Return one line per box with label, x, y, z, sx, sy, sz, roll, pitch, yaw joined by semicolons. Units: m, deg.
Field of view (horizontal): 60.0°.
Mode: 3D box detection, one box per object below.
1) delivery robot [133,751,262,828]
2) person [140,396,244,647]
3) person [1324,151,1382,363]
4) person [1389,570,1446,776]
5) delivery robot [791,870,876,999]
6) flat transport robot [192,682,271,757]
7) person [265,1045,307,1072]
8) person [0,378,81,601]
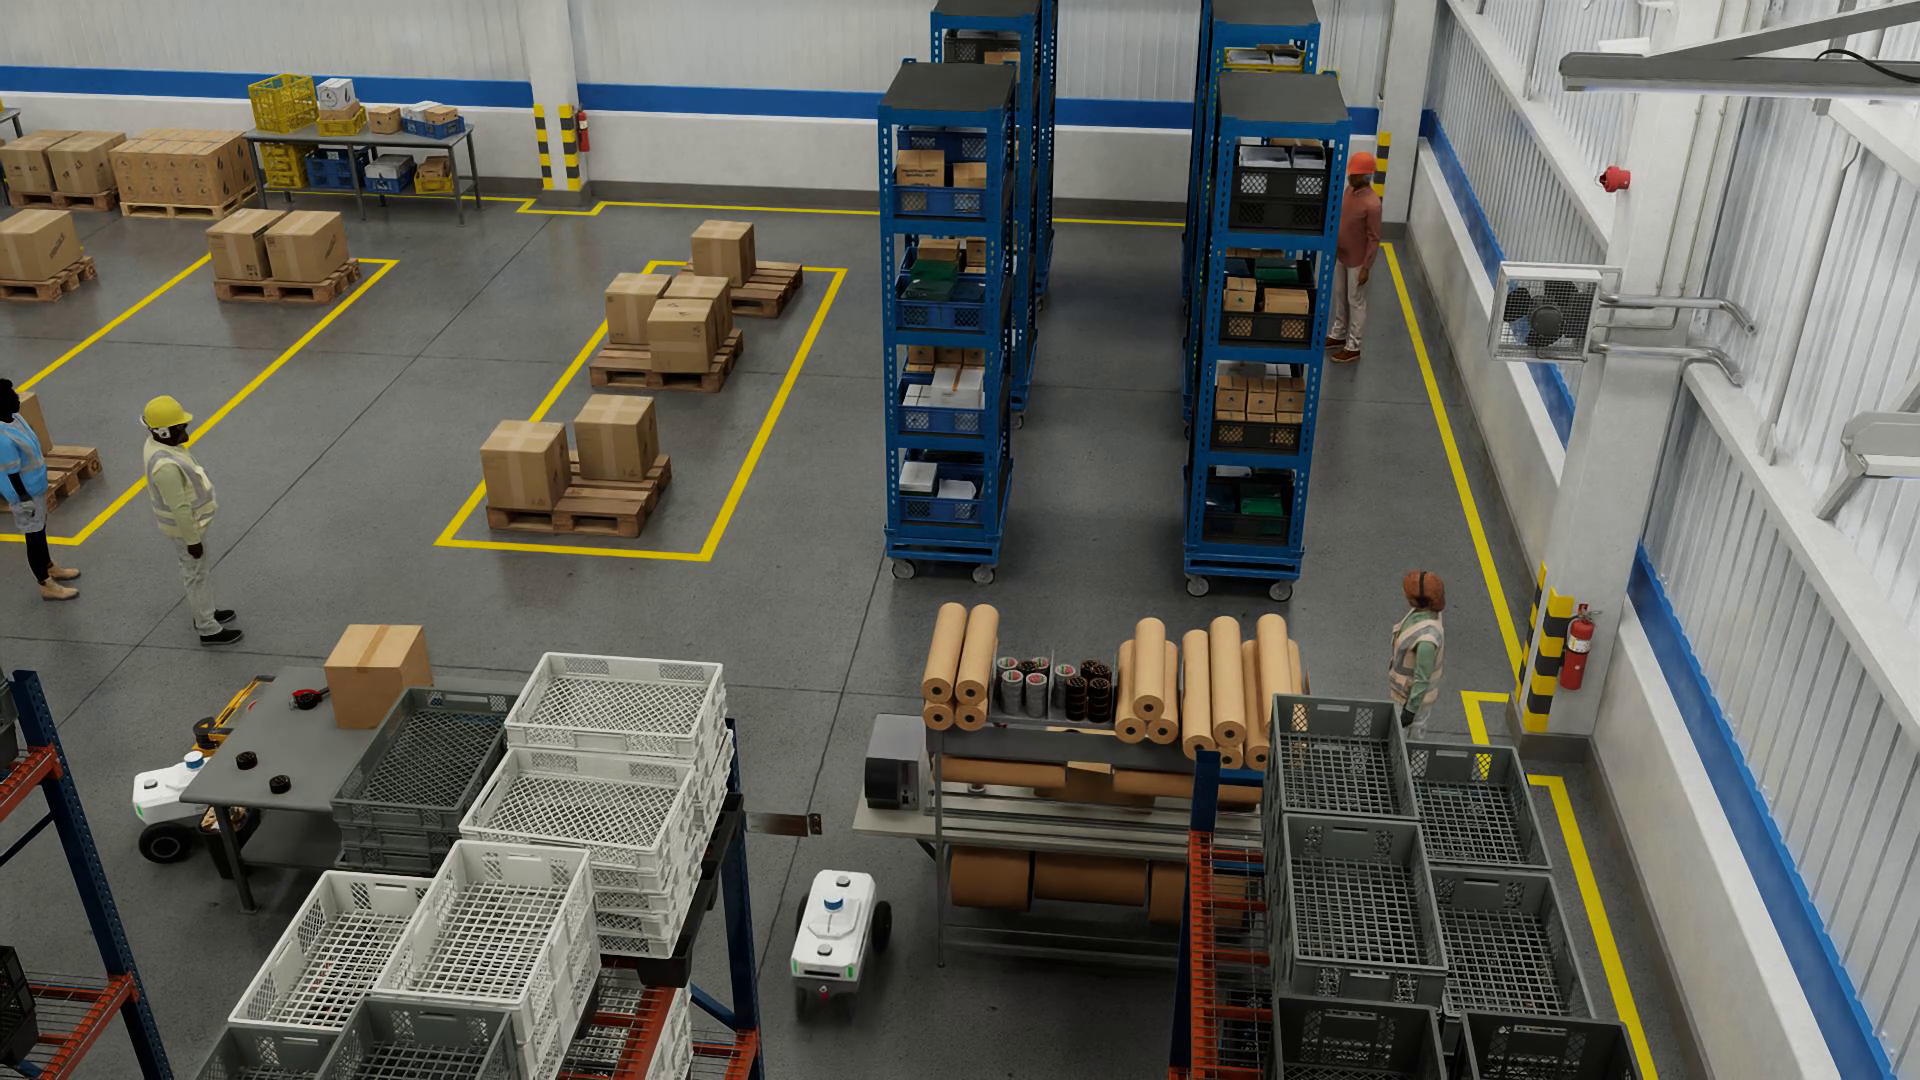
delivery robot;-4.446;1.460;9.768;0.707;0.478;0.477;-11;32;-17
person;-5.259;-0.141;11.346;0.403;1.830;0.598;-15;33;-24
person;3.641;-2.637;15.477;0.392;1.991;0.625;-8;31;-14
person;2.653;0.888;9.769;0.310;1.639;0.514;6;31;10
delivery robot;-0.659;2.053;8.749;0.477;0.478;0.707;4;30;6
flat transport robot;-4.089;1.163;10.648;1.431;0.197;0.652;3;30;6
person;-2.445;2.678;6.411;0.629;1.931;0.363;-22;37;-33
person;-6.655;-0.369;11.872;0.317;1.696;0.539;-11;32;-18
